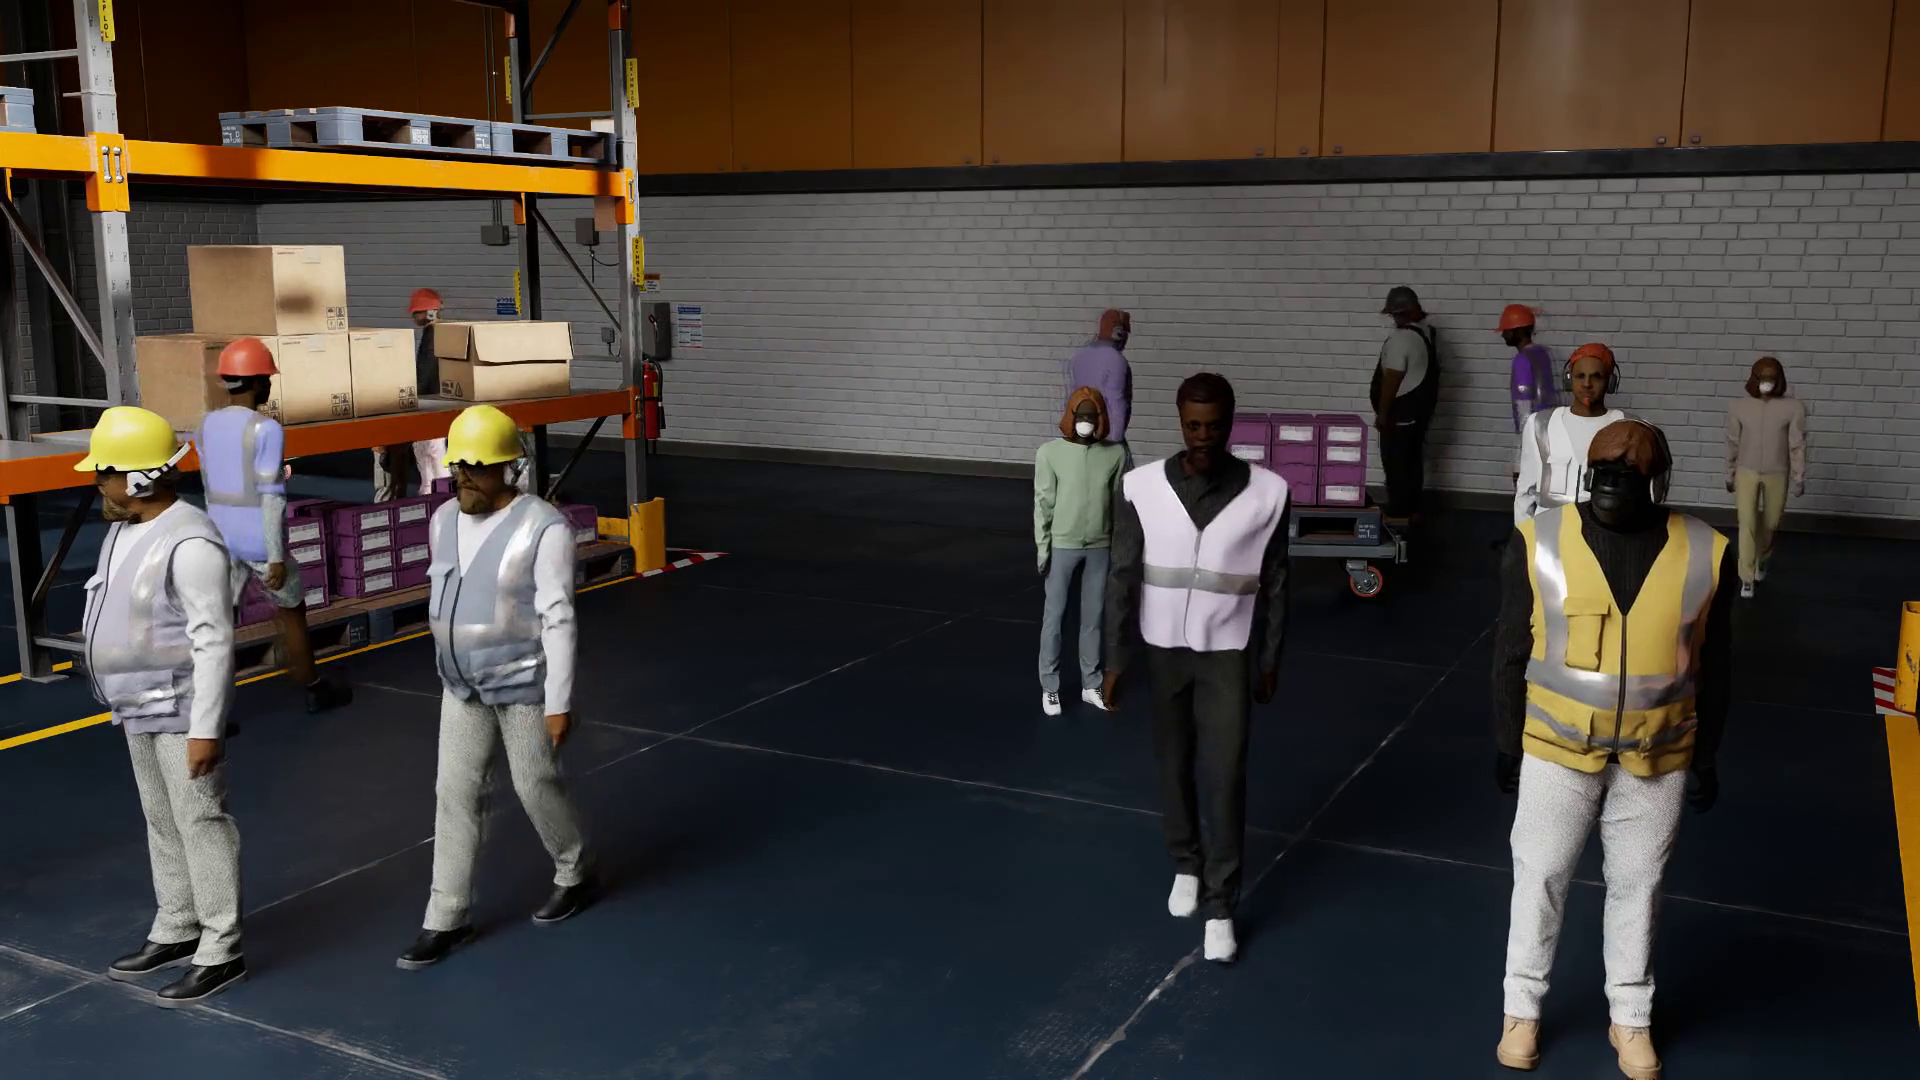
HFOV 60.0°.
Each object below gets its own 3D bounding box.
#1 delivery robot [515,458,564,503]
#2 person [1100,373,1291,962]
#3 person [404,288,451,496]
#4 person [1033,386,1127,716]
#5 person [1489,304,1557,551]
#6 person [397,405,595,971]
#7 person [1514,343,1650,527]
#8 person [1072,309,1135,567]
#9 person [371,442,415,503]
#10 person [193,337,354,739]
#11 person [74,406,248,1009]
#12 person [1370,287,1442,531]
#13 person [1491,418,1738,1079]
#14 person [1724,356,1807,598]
[{"bbox_3d":[-3.714,-0.448,13.996,0.707,0.478,0.477,3,10,15],"label":"delivery robot"},{"bbox_3d":[0.768,0.405,5.481,0.602,1.883,0.858,2,10,12],"label":"person"},{"bbox_3d":[-4.646,-1.183,14.410,0.561,1.972,0.631,-3,10,-15],"label":"person"},{"bbox_3d":[0.601,0.051,8.259,0.498,1.631,0.281,-3,10,-19],"label":"person"},{"bbox_3d":[4.394,-0.826,12.551,0.754,1.906,0.561,7,12,34],"label":"person"},{"bbox_3d":[-1.510,0.452,5.455,0.610,1.804,0.766,5,11,26],"label":"person"},{"bbox_3d":[2.779,0.059,7.488,0.572,1.884,0.356,5,11,26],"label":"person"},{"bbox_3d":[1.101,-0.726,12.067,0.839,1.863,0.676,-5,11,-28],"label":"person"},{"bbox_3d":[-4.186,-0.649,12.306,0.315,1.636,0.515,1,10,4],"label":"person"},{"bbox_3d":[-3.378,-0.014,7.915,0.558,1.890,0.977,4,11,23],"label":"person"},{"bbox_3d":[-2.425,0.504,5.073,0.592,1.829,0.404,9,13,42],"label":"person"},{"bbox_3d":[3.685,-1.119,13.851,0.534,2.000,0.918,7,12,37],"label":"person"},{"bbox_3d":[1.792,0.580,4.605,0.624,1.841,0.430,2,10,14],"label":"person"},{"bbox_3d":[5.430,-0.450,11.252,0.505,1.602,0.798,5,11,25],"label":"person"}]
